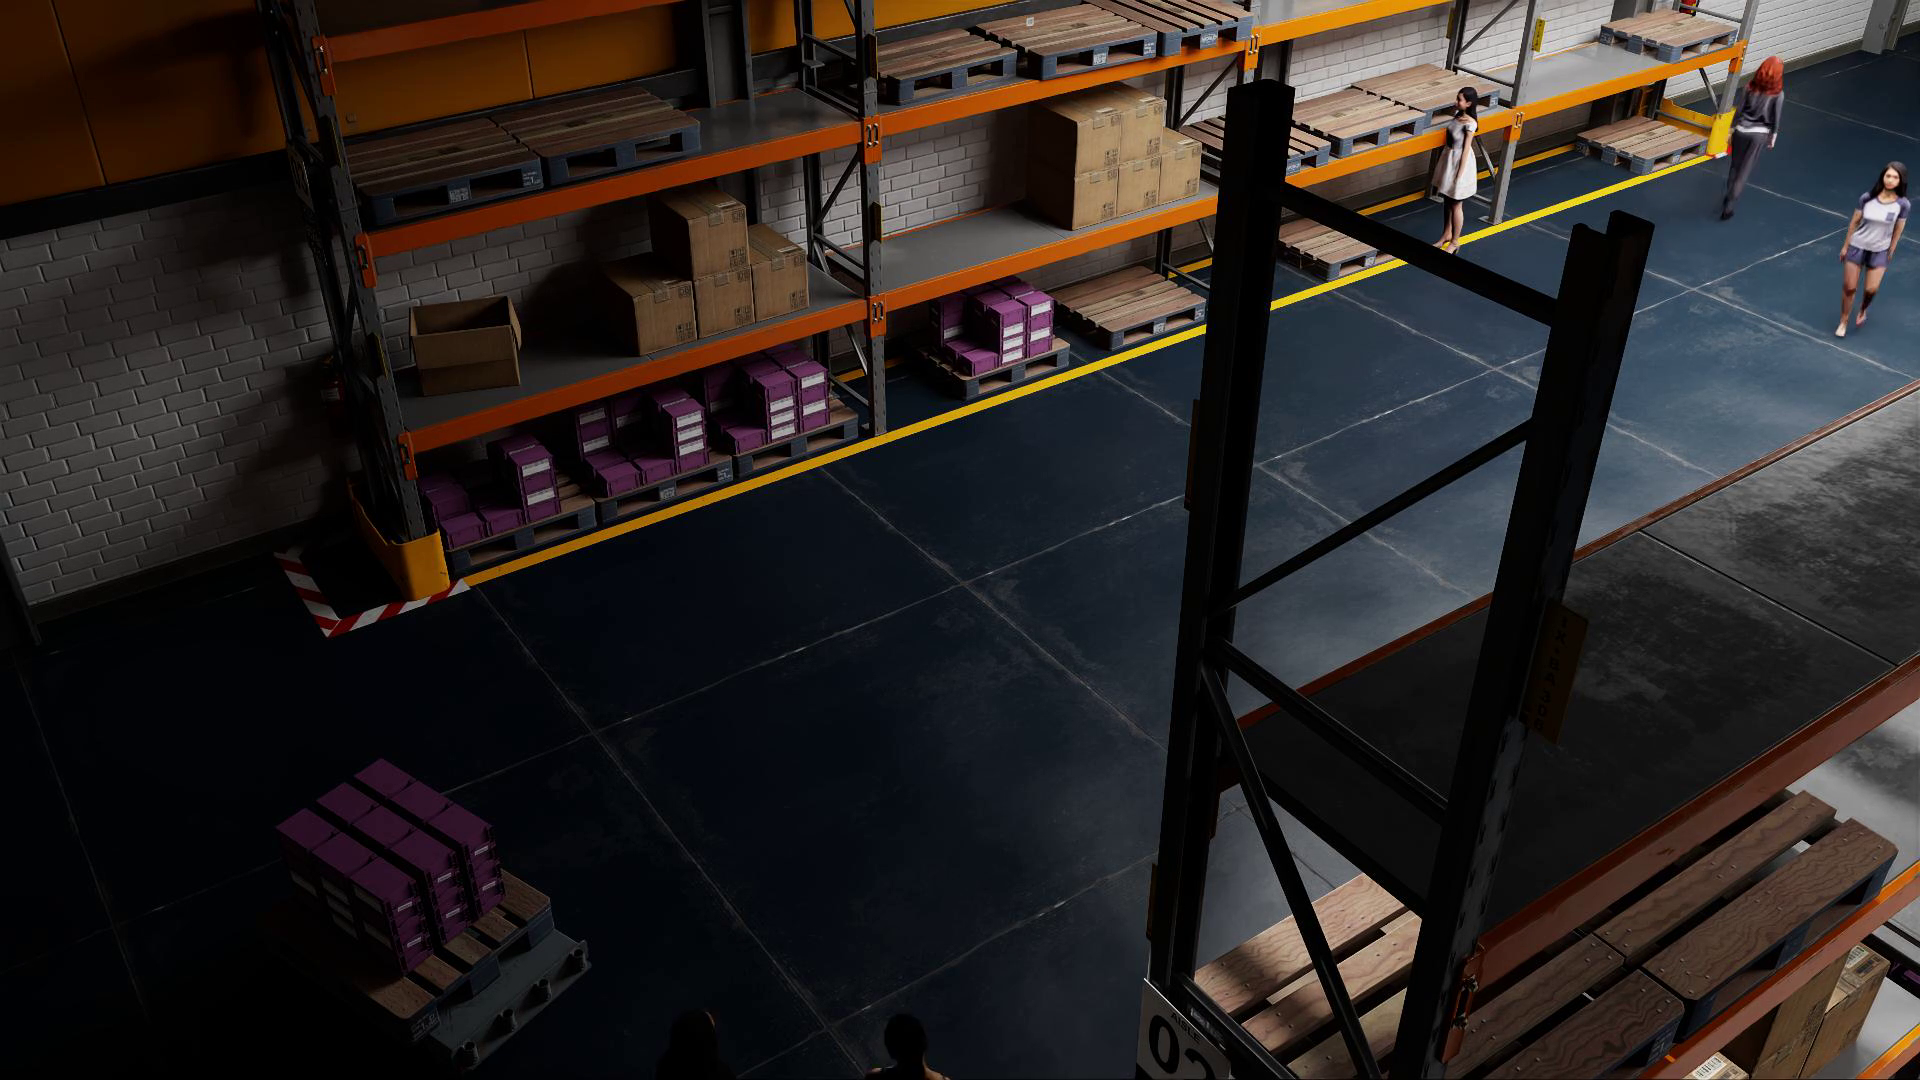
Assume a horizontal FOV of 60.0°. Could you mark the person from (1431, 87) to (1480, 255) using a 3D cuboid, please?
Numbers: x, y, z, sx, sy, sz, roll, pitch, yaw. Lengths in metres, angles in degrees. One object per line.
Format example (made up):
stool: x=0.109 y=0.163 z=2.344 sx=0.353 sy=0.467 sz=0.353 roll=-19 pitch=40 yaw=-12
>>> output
person: x=5.084 y=-3.778 z=17.049 sx=0.799 sy=1.769 sz=0.776 roll=-3 pitch=34 yaw=-4

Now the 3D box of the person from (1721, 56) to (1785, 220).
person: x=8.430 y=-4.269 z=17.800 sx=0.759 sy=1.756 sz=0.888 roll=24 pitch=40 yaw=31

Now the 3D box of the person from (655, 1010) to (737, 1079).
person: x=-1.181 y=2.746 z=7.396 sx=0.863 sy=1.590 sz=1.113 roll=19 pitch=38 yaw=26

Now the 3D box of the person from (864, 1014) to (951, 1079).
person: x=-0.235 y=2.792 z=7.236 sx=1.075 sy=1.691 sz=1.018 roll=0 pitch=34 yaw=1

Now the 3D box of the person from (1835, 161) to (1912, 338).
person: x=8.509 y=-2.733 z=15.544 sx=0.712 sy=1.695 sz=0.766 roll=20 pitch=38 yaw=27
